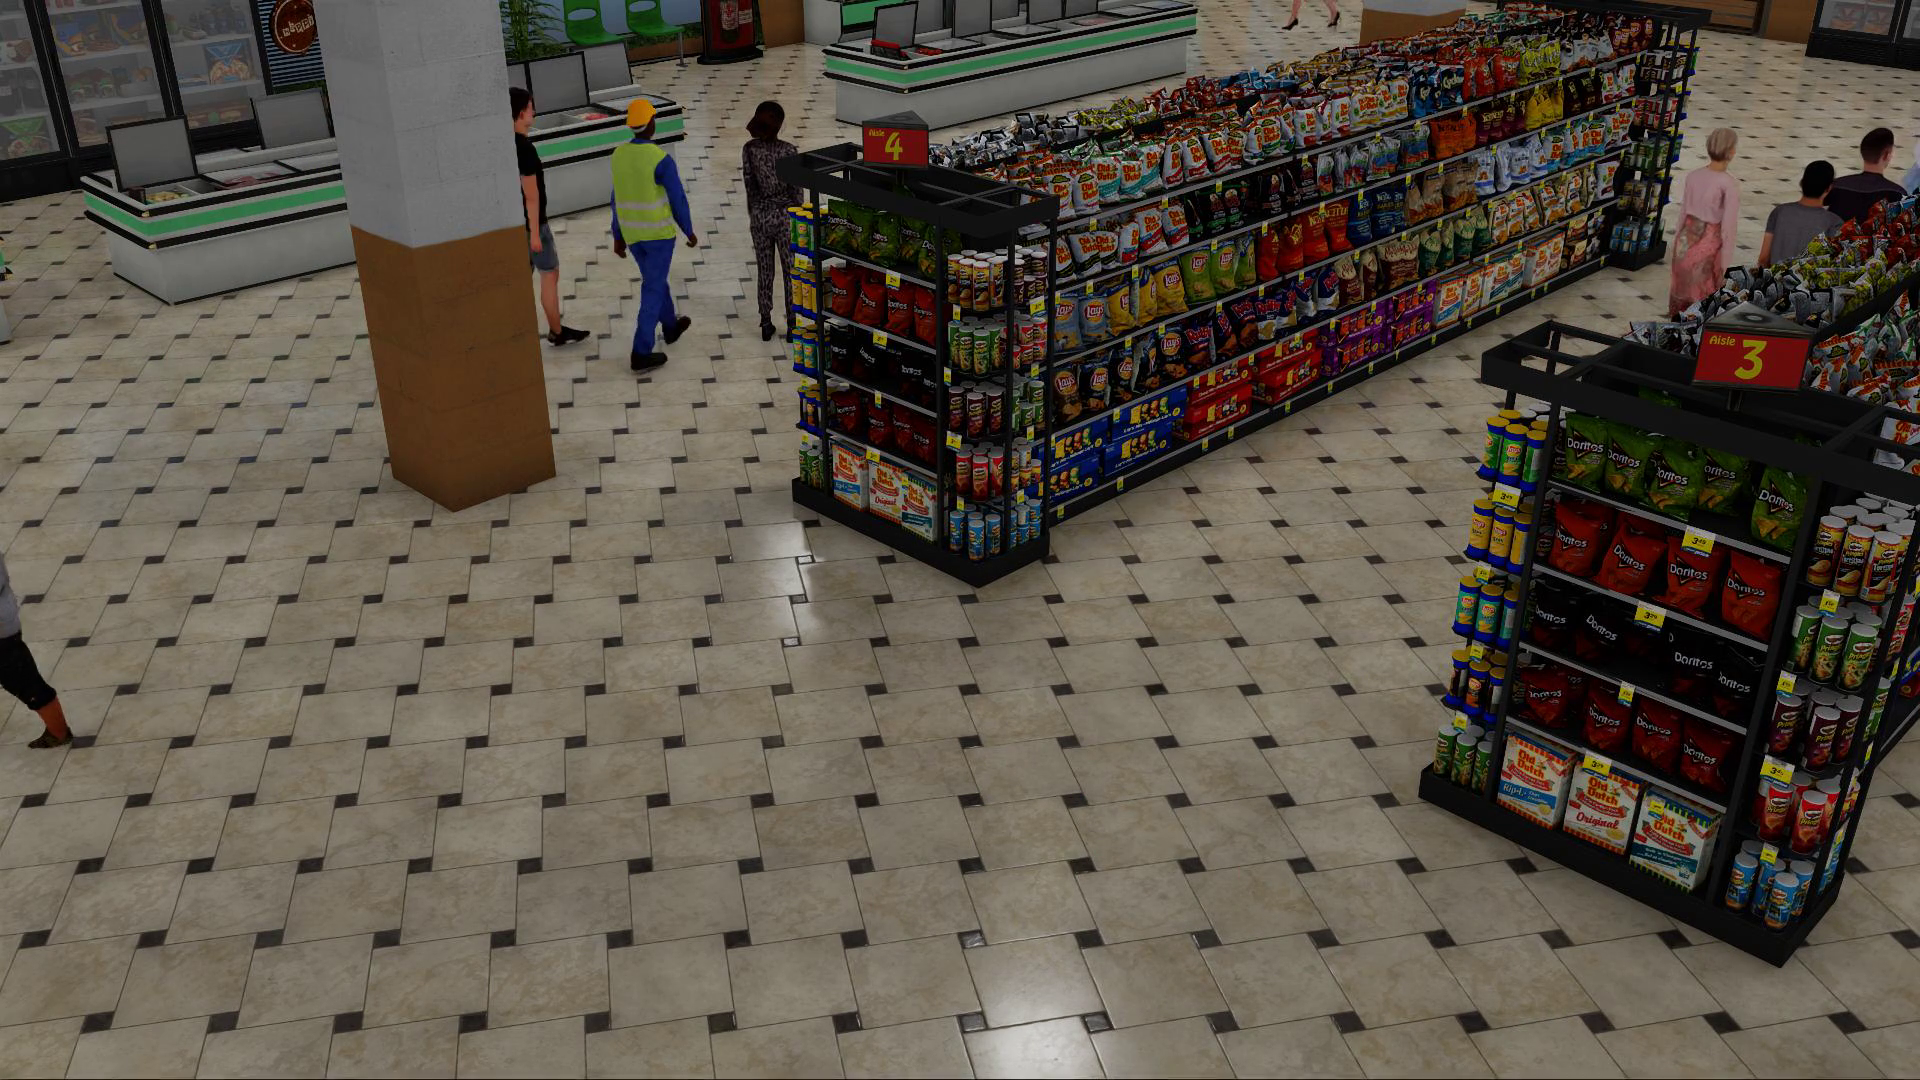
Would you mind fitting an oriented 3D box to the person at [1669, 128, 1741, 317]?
[{"bbox_3d":[4.908,-1.881,11.100,0.922,1.678,0.754,-14,30,-25],"label":"person"}]

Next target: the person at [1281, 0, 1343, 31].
[{"bbox_3d":[4.935,-7.853,22.837,1.145,1.713,1.021,-3,27,-6],"label":"person"}]

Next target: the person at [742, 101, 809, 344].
[{"bbox_3d":[-1.314,-2.251,11.789,0.676,1.714,0.705,7,28,13],"label":"person"}]

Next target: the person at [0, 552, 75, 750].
[{"bbox_3d":[-4.110,0.269,7.124,0.938,1.439,0.811,-8,28,-16],"label":"person"}]

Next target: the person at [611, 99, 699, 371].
[{"bbox_3d":[-2.171,-2.032,11.283,0.855,1.781,1.147,15,30,27],"label":"person"}]

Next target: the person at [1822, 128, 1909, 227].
[{"bbox_3d":[5.617,-1.683,10.528,0.707,1.841,0.622,19,33,33],"label":"person"}]

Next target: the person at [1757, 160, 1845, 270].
[{"bbox_3d":[5.056,-1.440,10.145,0.530,1.754,0.610,-24,35,-39],"label":"person"}]

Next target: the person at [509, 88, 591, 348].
[{"bbox_3d":[-3.090,-2.169,11.507,1.173,1.823,0.828,-16,31,-29],"label":"person"}]
